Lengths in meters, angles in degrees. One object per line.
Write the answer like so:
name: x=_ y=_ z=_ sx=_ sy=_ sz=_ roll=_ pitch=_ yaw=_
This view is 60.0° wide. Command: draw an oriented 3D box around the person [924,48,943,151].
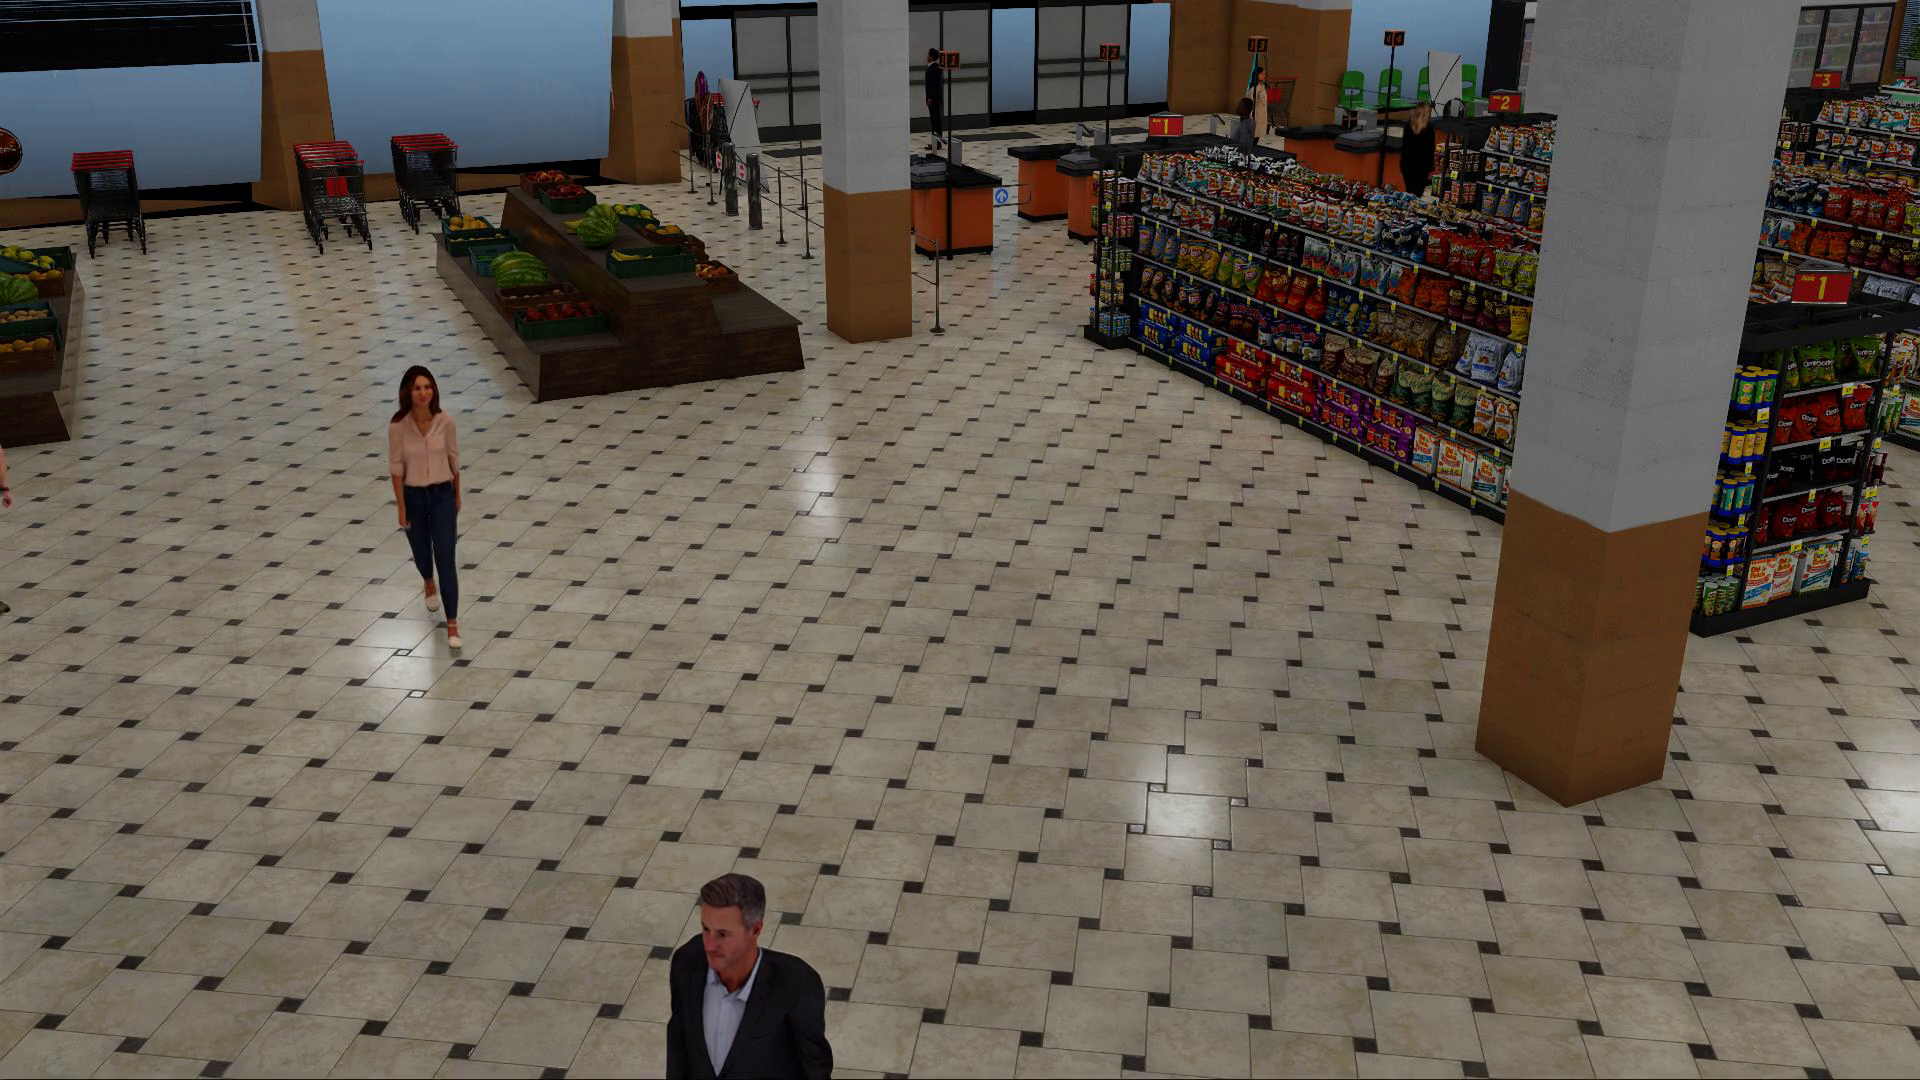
person: x=-0.448 y=-7.730 z=29.160 sx=0.763 sy=1.726 sz=0.687 roll=6 pitch=23 yaw=15

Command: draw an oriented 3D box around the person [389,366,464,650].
person: x=-3.375 y=-0.246 z=10.498 sx=0.642 sy=1.754 sz=1.144 roll=-8 pitch=23 yaw=-19

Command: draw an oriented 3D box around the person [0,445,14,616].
person: x=-6.505 y=-0.312 z=10.837 sx=0.920 sy=1.623 sz=0.822 roll=19 pitch=29 yaw=39

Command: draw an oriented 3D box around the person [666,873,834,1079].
person: x=-0.664 y=1.830 z=5.215 sx=0.789 sy=1.839 sz=0.853 roll=8 pitch=23 yaw=19

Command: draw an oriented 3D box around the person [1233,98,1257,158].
person: x=3.740 y=-4.913 z=21.999 sx=0.816 sy=1.839 sz=0.717 roll=5 pitch=22 yaw=11

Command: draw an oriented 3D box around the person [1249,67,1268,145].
person: x=4.763 y=-6.761 z=26.807 sx=0.741 sy=1.682 sz=0.718 roll=11 pitch=24 yaw=25

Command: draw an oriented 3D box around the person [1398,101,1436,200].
person: x=5.946 y=-4.843 z=21.890 sx=0.693 sy=1.790 sz=0.782 roll=20 pitch=29 yaw=41
